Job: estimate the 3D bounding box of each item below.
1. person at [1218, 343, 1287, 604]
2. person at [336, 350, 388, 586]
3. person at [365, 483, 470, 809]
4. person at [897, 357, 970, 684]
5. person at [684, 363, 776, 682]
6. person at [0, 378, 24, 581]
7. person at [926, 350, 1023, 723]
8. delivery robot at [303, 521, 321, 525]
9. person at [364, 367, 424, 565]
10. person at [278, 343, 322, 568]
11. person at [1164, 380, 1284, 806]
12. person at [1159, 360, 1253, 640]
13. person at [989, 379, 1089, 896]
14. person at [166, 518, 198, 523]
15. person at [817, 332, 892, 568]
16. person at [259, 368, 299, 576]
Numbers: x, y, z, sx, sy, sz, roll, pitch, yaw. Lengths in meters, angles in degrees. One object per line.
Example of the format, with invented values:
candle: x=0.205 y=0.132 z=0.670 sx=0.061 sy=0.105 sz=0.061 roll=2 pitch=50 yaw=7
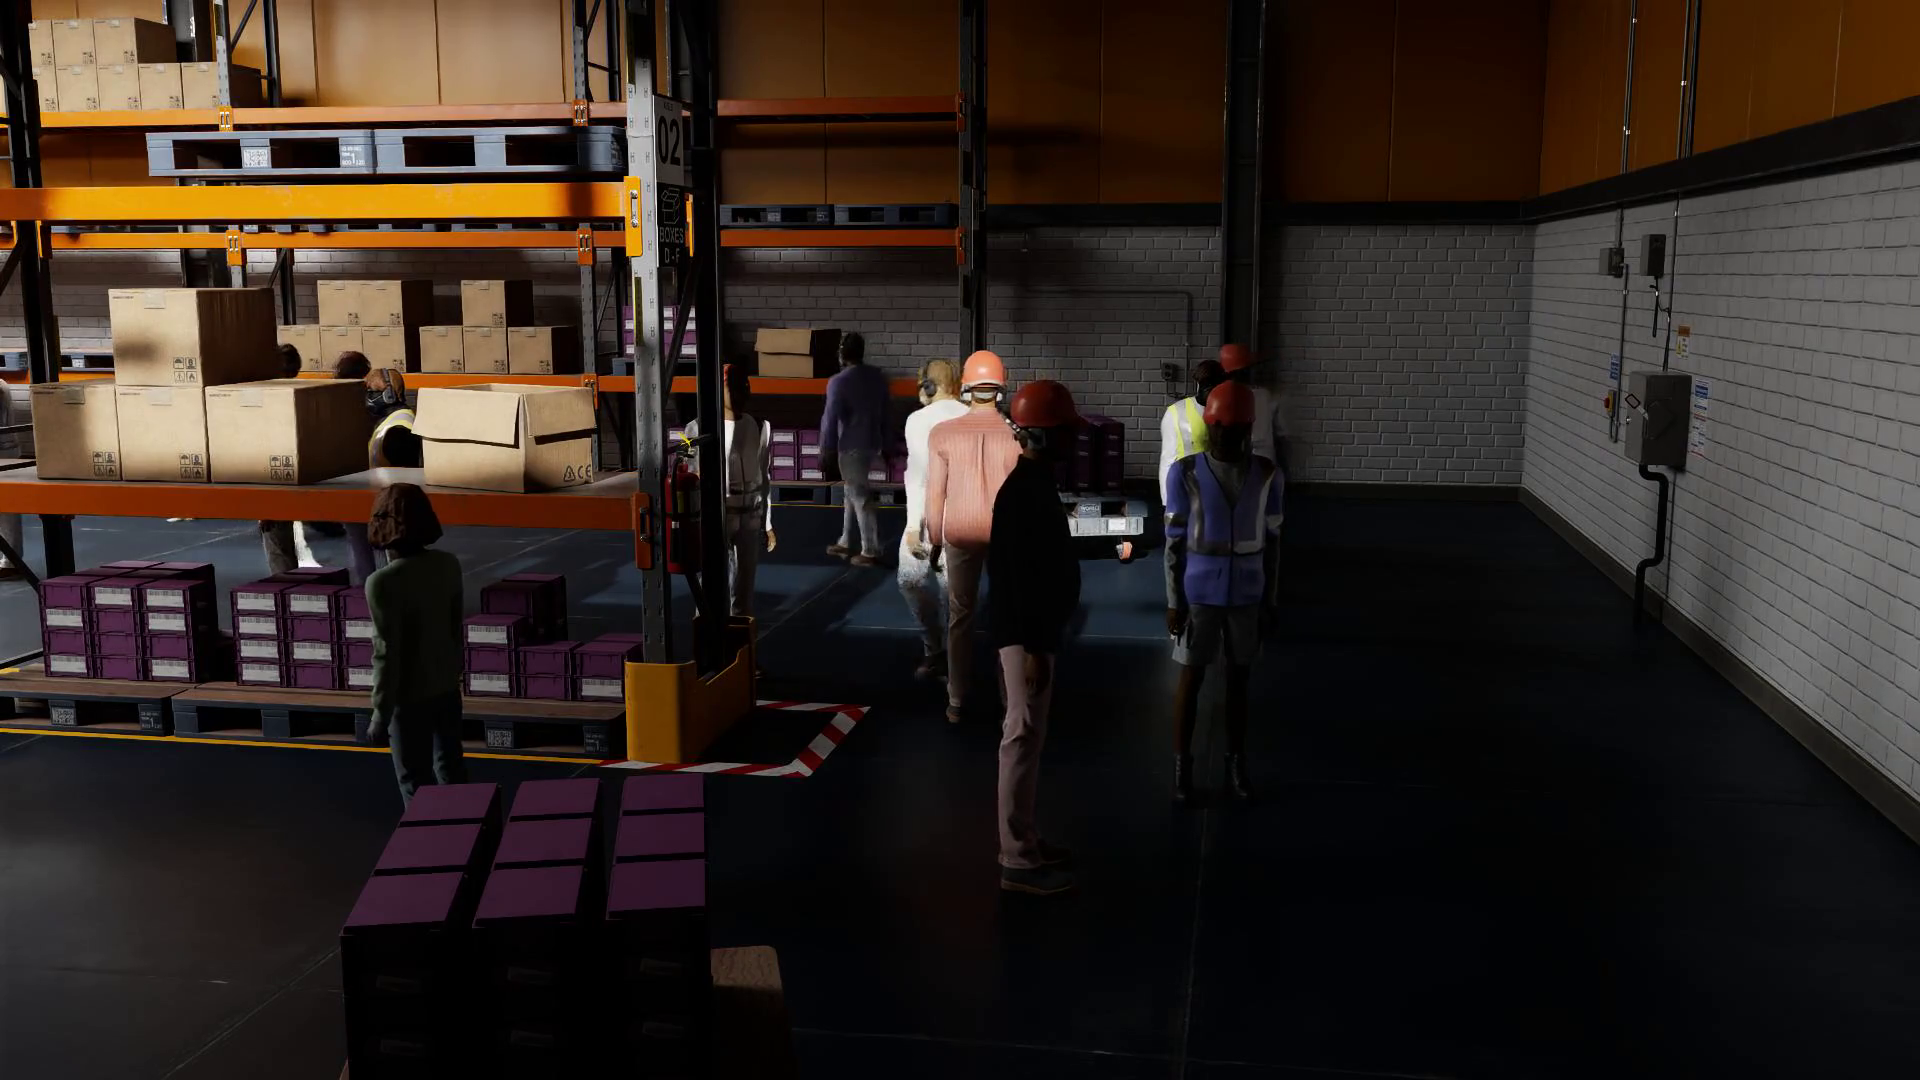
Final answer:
person: x=2.097 y=-0.482 z=12.121 sx=0.591 sy=1.899 sz=0.469 roll=-4 pitch=10 yaw=-24
person: x=-4.169 y=-0.385 z=11.625 sx=0.679 sy=1.877 sz=0.435 roll=-7 pitch=11 yaw=-35
person: x=-2.032 y=0.598 z=6.228 sx=0.285 sy=1.634 sz=0.499 roll=3 pitch=10 yaw=19
person: x=-0.107 y=-0.104 z=9.724 sx=0.438 sy=1.912 sz=0.659 roll=9 pitch=13 yaw=43
person: x=-1.328 y=-0.082 z=9.681 sx=0.576 sy=1.882 sz=0.362 roll=-7 pitch=12 yaw=-38
person: x=-7.536 y=-0.615 z=12.981 sx=0.360 sy=1.885 sz=0.575 roll=-4 pitch=10 yaw=-22
person: x=0.132 y=-0.004 z=8.872 sx=0.626 sy=1.997 sz=0.389 roll=1 pitch=9 yaw=5
delivery robot: x=-5.974 y=-0.342 z=15.113 sx=0.707 sy=0.478 sz=0.477 roll=-7 pitch=12 yaw=-38
person: x=-3.446 y=-0.134 z=10.169 sx=0.428 sy=1.836 sz=0.626 roll=-3 pitch=10 yaw=-20
person: x=-5.440 y=-0.683 z=13.525 sx=0.721 sy=1.848 sz=0.530 roll=7 pitch=11 yaw=36
person: x=1.191 y=0.245 z=7.495 sx=0.547 sy=1.934 sz=0.375 roll=-1 pitch=9 yaw=-5
person: x=1.621 y=-0.258 z=10.900 sx=0.636 sy=1.842 sz=0.429 roll=-1 pitch=9 yaw=-6
person: x=0.300 y=0.381 z=6.523 sx=0.424 sy=1.996 sz=0.618 roll=1 pitch=9 yaw=4
person: x=-7.543 y=-1.098 z=15.925 sx=0.588 sy=1.907 sz=0.456 roll=5 pitch=11 yaw=30
person: x=-0.943 y=-0.740 z=13.666 sx=0.832 sy=1.910 sz=0.662 roll=7 pitch=12 yaw=38
person: x=-4.534 y=-0.263 z=10.946 sx=0.404 sy=1.837 sz=0.590 roll=-3 pitch=10 yaw=-18
